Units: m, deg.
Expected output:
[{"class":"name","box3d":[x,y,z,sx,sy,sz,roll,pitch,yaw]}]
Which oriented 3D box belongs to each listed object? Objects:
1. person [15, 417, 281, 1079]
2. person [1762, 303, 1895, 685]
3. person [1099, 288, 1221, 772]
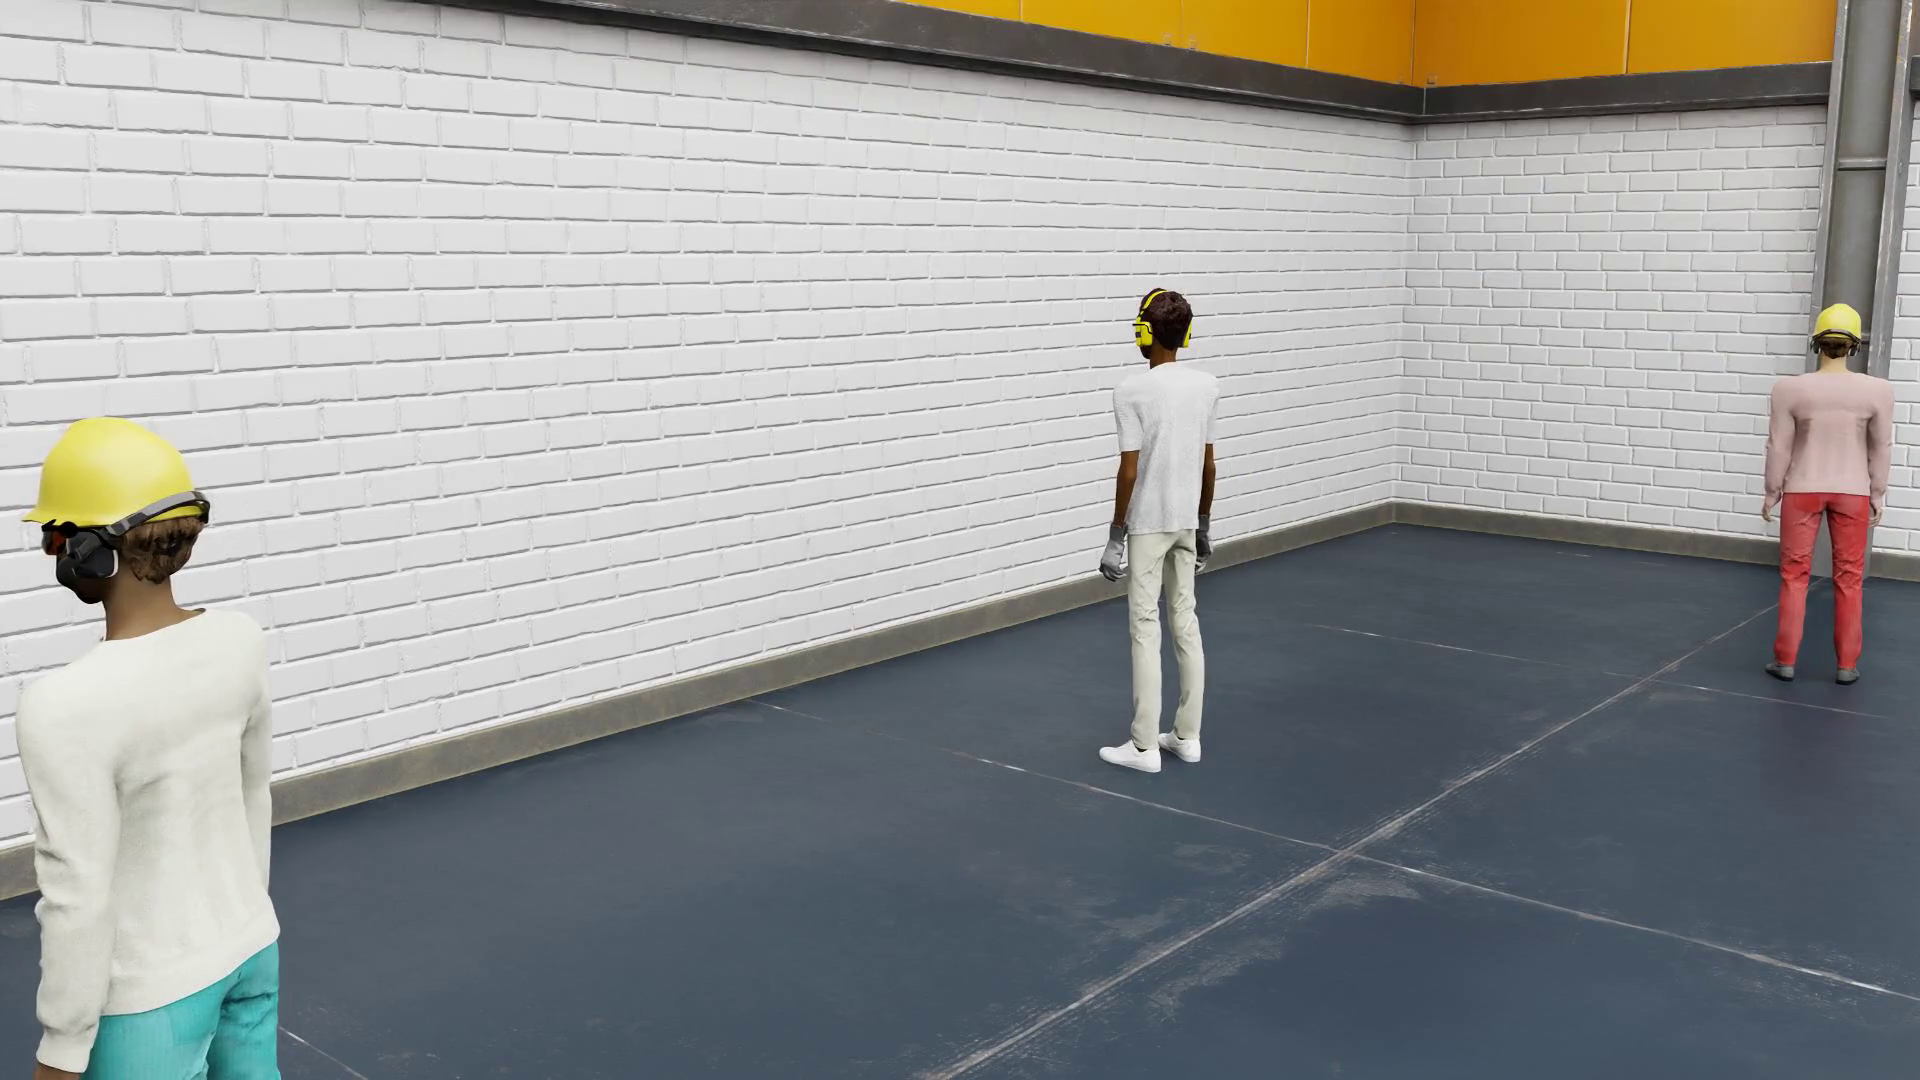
[{"class":"person","box3d":[-1.271,0.687,2.651,0.308,1.769,0.525,2,10,10]},{"class":"person","box3d":[4.018,-0.206,7.734,0.523,1.769,0.320,4,11,21]},{"class":"person","box3d":[0.769,-0.034,6.463,0.524,1.871,0.325,-7,12,-33]}]
